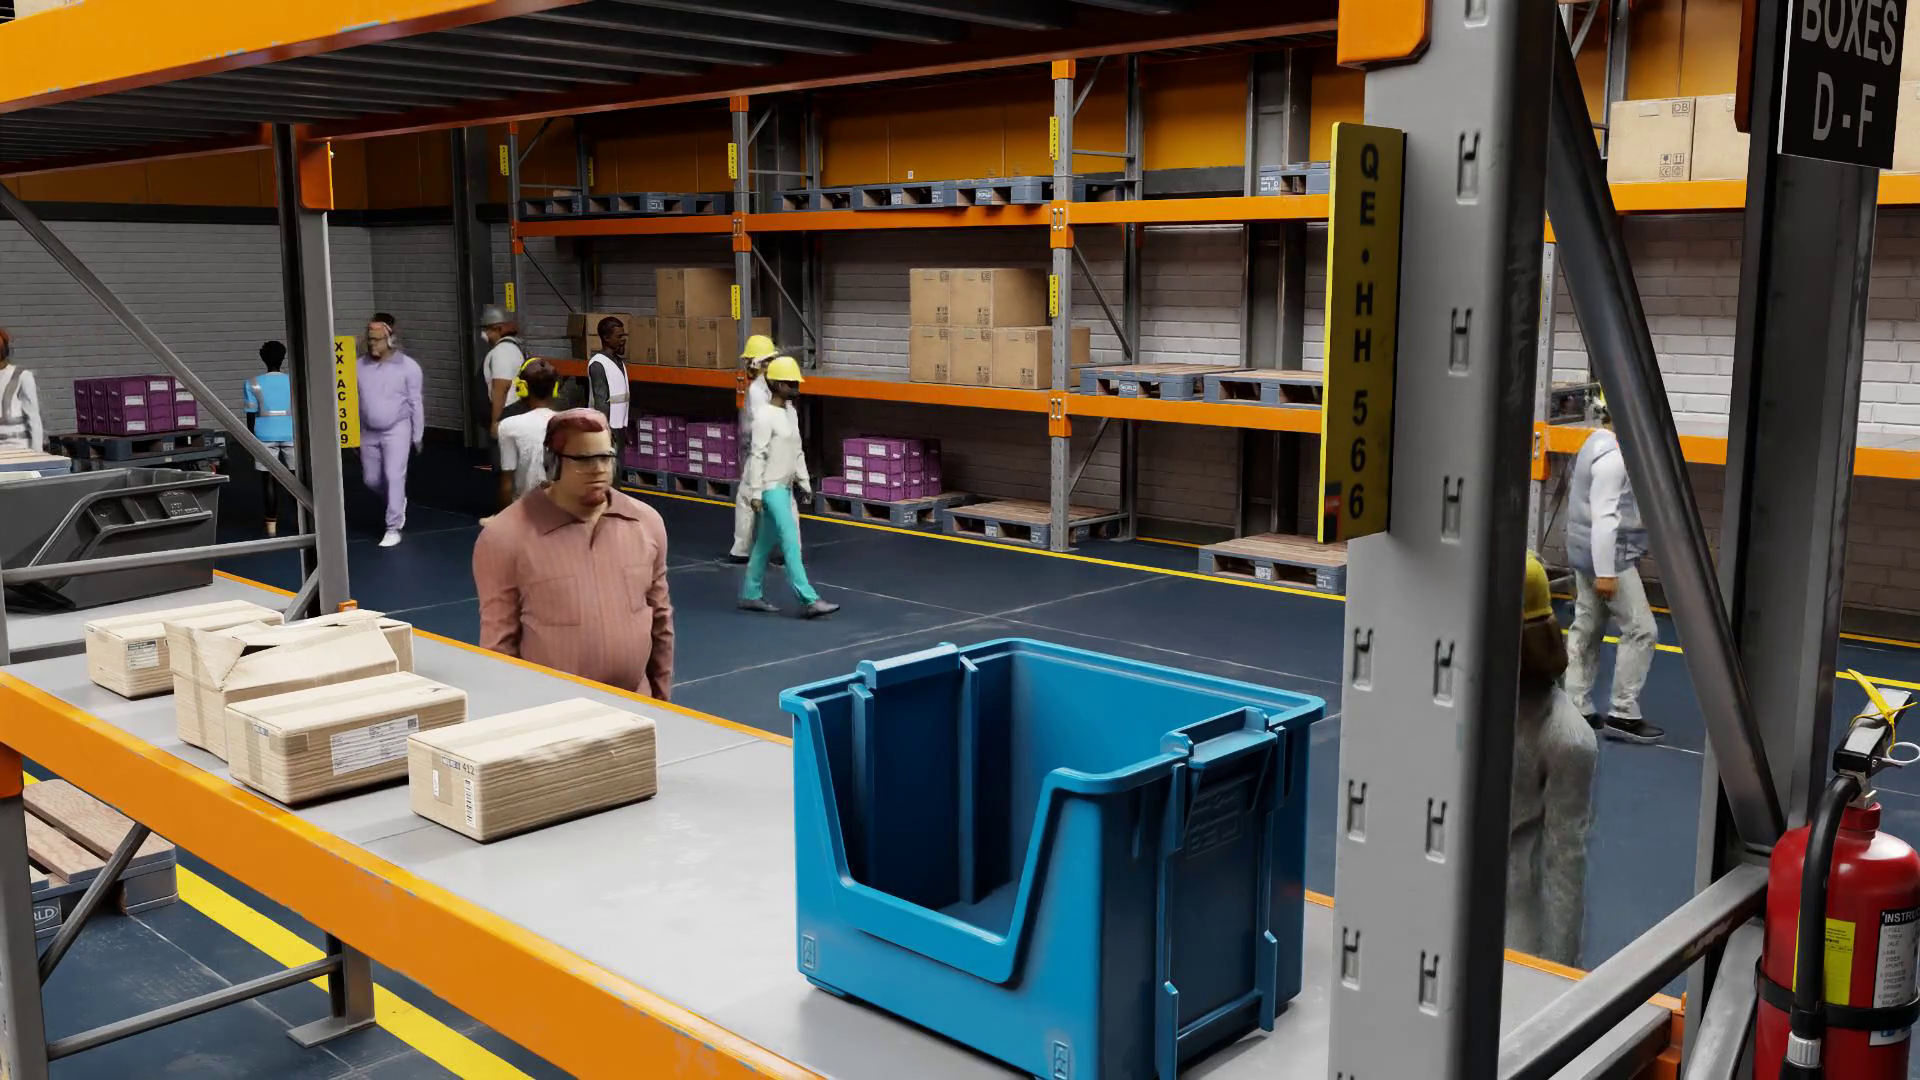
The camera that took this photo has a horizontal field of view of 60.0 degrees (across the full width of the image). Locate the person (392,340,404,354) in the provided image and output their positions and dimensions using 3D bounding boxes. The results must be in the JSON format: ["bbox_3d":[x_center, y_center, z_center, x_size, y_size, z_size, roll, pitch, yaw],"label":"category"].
[{"bbox_3d":[-7.661,-2.113,22.212,0.497,1.633,0.285,-7,12,-38],"label":"person"}]

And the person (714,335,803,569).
[{"bbox_3d":[-1.571,-0.669,12.838,0.792,1.798,0.622,3,10,17],"label":"person"}]

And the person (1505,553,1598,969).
[{"bbox_3d":[1.235,0.846,3.768,0.690,1.721,0.493,-4,10,-23],"label":"person"}]

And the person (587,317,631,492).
[{"bbox_3d":[-2.924,-0.903,13.924,0.391,1.920,0.593,0,9,3],"label":"person"}]

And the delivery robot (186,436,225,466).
[{"bbox_3d":[-8.661,-1.049,18.699,0.707,0.478,0.477,1,9,6],"label":"delivery robot"}]

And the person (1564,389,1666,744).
[{"bbox_3d":[3.282,0.089,8.137,0.610,1.814,0.620,2,10,14],"label":"person"}]

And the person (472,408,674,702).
[{"bbox_3d":[-1.167,0.536,5.178,0.636,1.899,0.396,-7,12,-38],"label":"person"}]

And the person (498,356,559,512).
[{"bbox_3d":[-2.246,-0.059,8.961,0.484,1.853,0.545,9,13,44],"label":"person"}]

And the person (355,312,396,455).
[{"bbox_3d":[-6.825,-1.758,19.525,0.485,1.808,0.677,-4,10,-25],"label":"person"}]

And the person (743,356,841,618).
[{"bbox_3d":[-1.119,-0.339,11.034,0.848,1.732,0.556,3,10,16],"label":"person"}]

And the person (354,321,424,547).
[{"bbox_3d":[-4.835,-0.910,14.087,0.650,1.886,0.737,1,9,7],"label":"person"}]

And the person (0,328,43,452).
[{"bbox_3d":[-7.395,-0.684,12.768,0.576,1.862,0.658,4,10,21],"label":"person"}]

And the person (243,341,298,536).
[{"bbox_3d":[-5.920,-0.878,14.447,0.537,1.695,0.321,-4,10,-25],"label":"person"}]

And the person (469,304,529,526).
[{"bbox_3d":[-3.998,-1.117,14.864,0.737,2.000,0.705,-1,9,-8],"label":"person"}]
